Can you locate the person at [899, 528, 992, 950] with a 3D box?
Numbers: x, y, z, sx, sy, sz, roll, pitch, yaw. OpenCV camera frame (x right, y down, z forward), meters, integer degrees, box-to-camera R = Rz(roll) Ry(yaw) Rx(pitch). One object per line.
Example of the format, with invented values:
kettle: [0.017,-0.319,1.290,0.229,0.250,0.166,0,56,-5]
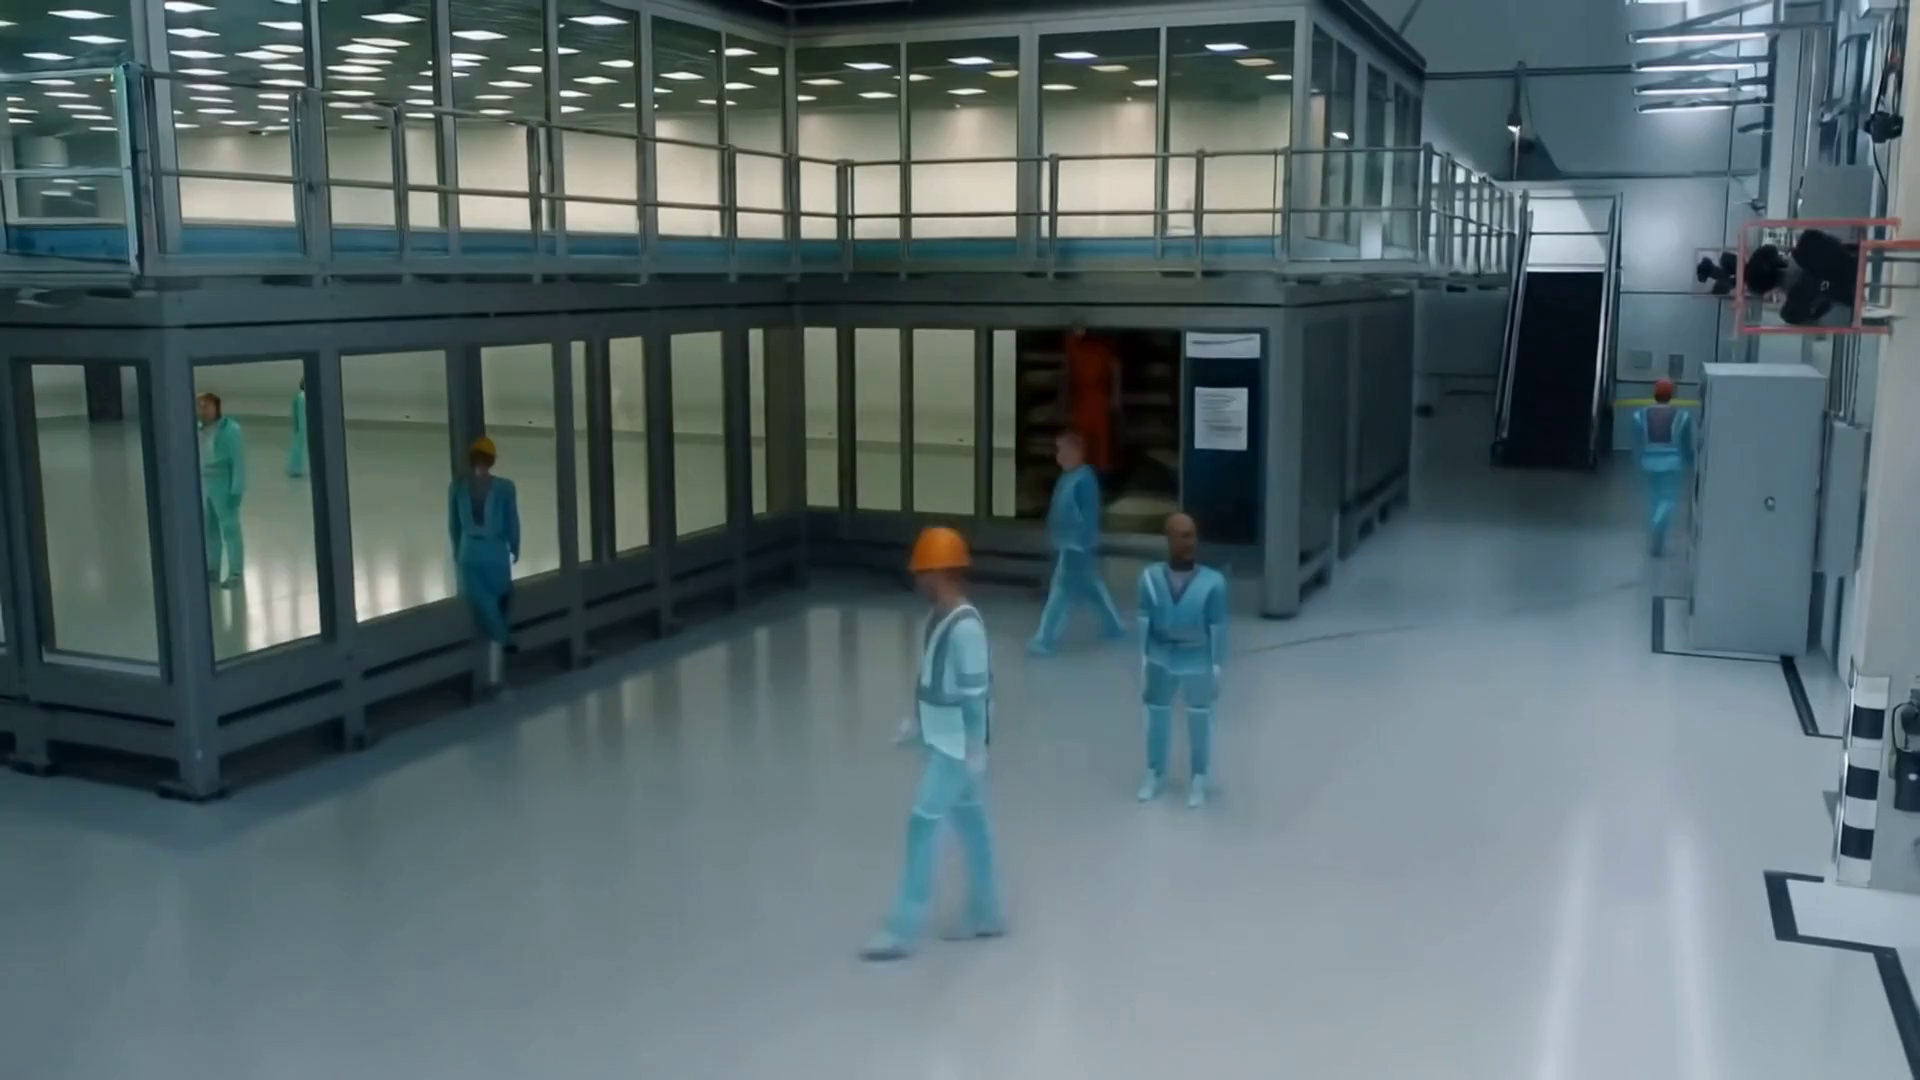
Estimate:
person: [-0.105,0.895,7.510,0.583,1.913,0.551,-1,9,-5]

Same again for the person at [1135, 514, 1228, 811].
person: [1.245,0.690,9.455,0.533,1.697,0.319,4,10,23]

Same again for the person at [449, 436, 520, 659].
person: [-3.749,0.058,13.142,0.529,1.765,0.327,-1,9,-9]

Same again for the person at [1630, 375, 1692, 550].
person: [7.616,-0.828,18.119,0.617,1.926,0.769,6,11,32]

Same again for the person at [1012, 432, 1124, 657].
person: [0.902,0.026,13.271,0.978,1.794,0.645,-2,10,-15]
